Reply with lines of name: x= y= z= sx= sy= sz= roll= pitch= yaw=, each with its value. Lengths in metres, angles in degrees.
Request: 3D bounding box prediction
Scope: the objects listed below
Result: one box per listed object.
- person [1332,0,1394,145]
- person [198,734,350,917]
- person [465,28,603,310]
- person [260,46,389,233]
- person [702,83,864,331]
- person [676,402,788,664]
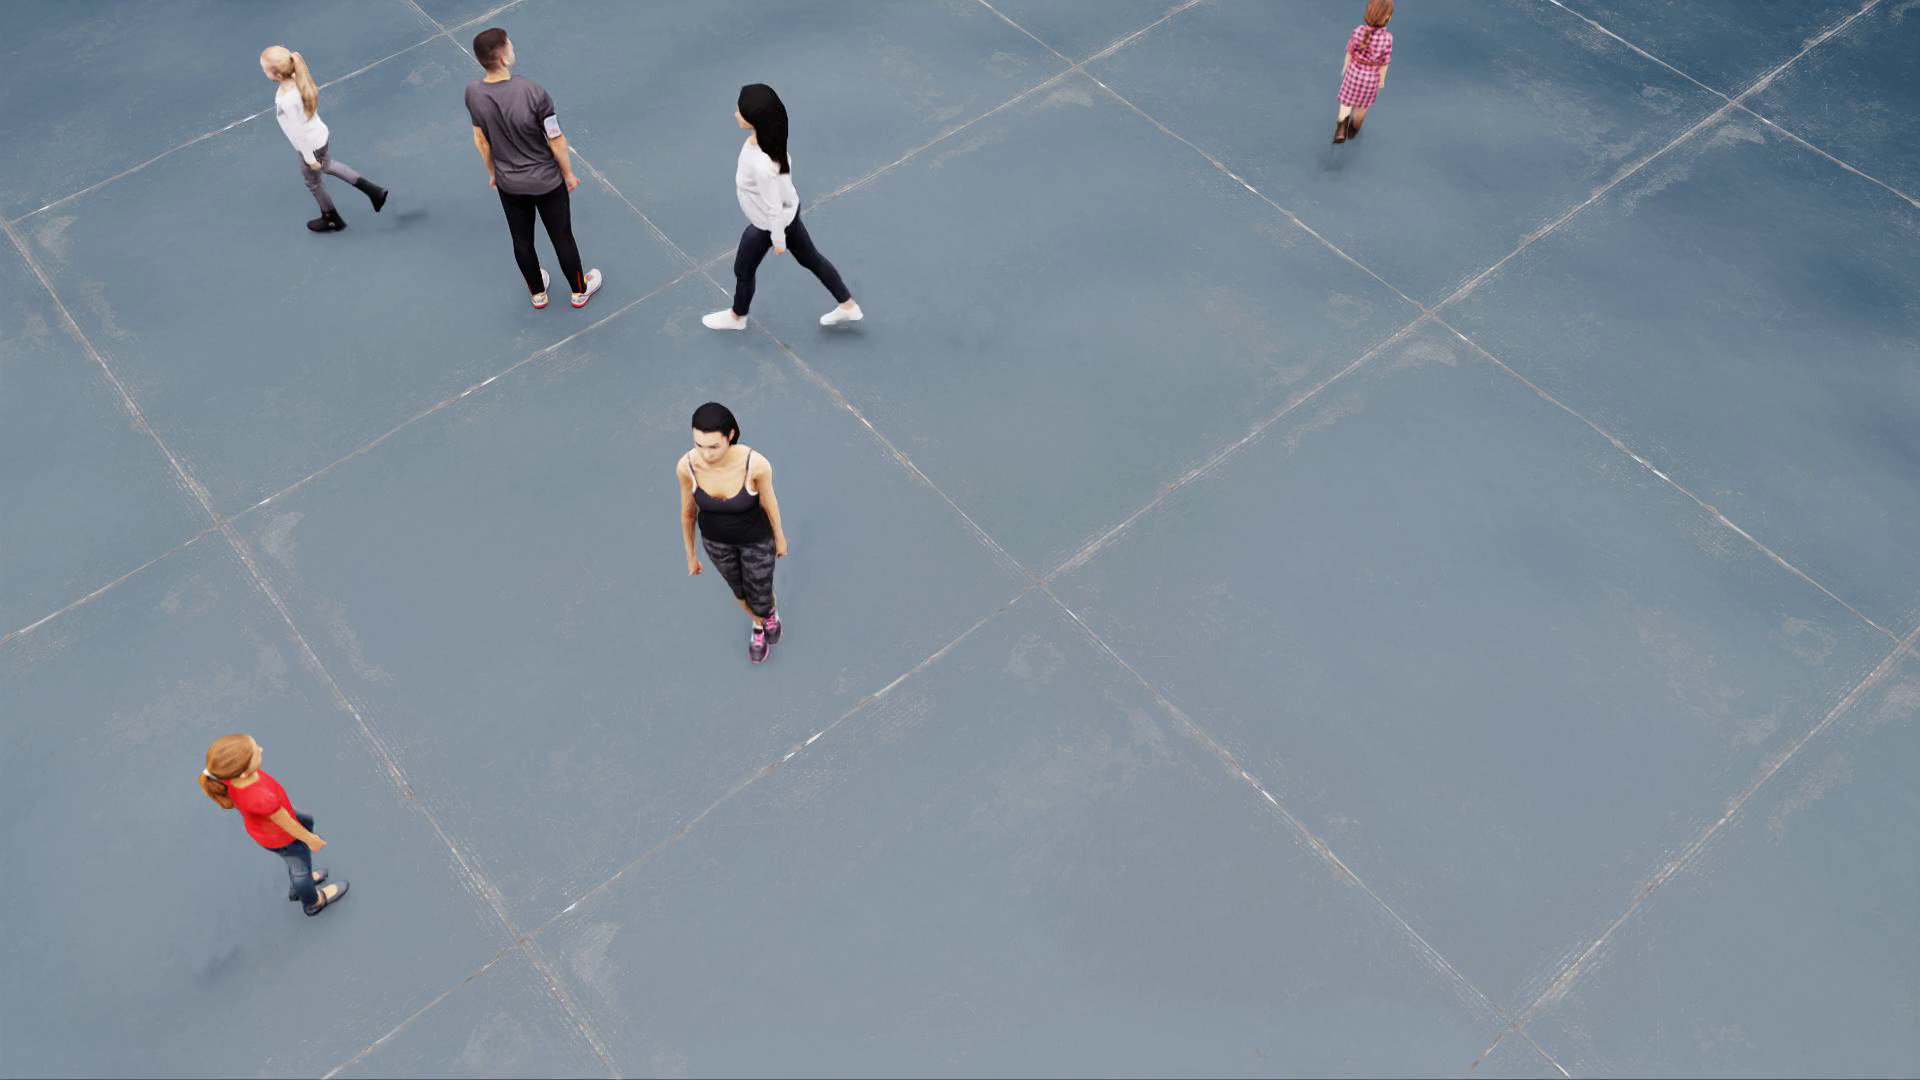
person: x=2.437 y=-2.821 z=10.084 sx=0.559 sy=1.016 sz=0.668 roll=19 pitch=55 yaw=14
person: x=-2.846 y=1.209 z=6.785 sx=0.525 sy=1.297 sz=0.541 roll=35 pitch=60 yaw=24
person: x=-2.326 y=-1.951 z=8.939 sx=0.718 sy=1.762 sz=0.777 roll=4 pitch=52 yaw=3
person: x=-3.649 y=-2.287 z=9.512 sx=0.808 sy=1.267 sz=0.733 roll=0 pitch=52 yaw=0
person: x=-0.895 y=-1.706 z=8.818 sx=1.184 sy=1.653 sz=1.097 roll=1 pitch=52 yaw=1
person: x=-0.984 y=-0.081 z=7.517 sx=0.722 sy=1.720 sz=0.781 roll=3 pitch=52 yaw=3
